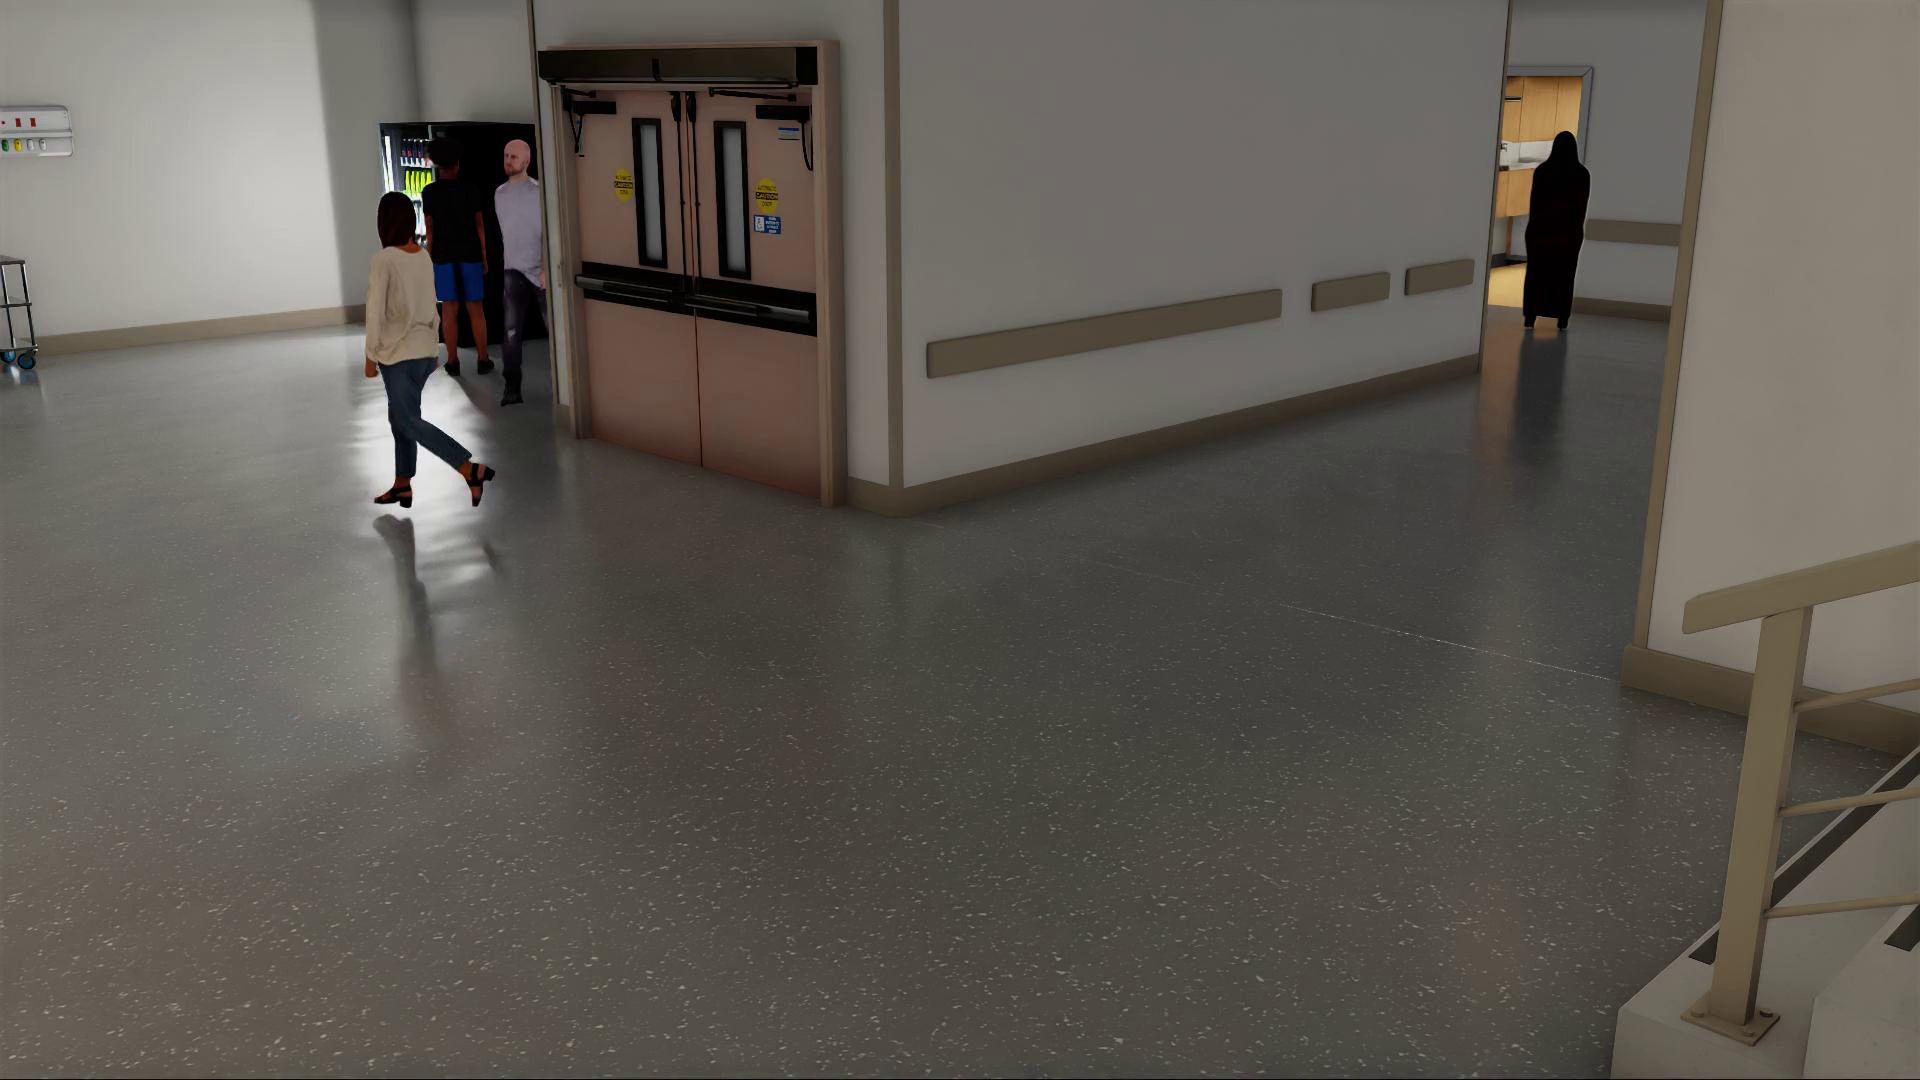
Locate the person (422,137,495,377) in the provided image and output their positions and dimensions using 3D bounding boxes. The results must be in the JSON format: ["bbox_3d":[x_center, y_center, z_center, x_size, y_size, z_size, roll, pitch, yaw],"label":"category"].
[{"bbox_3d":[-3.843,-2.166,12.713,0.697,1.793,0.714,-4,16,-15],"label":"person"}]

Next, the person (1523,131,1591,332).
[{"bbox_3d":[5.348,-2.775,14.937,0.759,1.758,0.846,3,16,10],"label":"person"}]

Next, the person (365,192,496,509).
[{"bbox_3d":[-2.780,-0.928,8.570,1.098,1.658,0.914,4,16,16],"label":"person"}]
